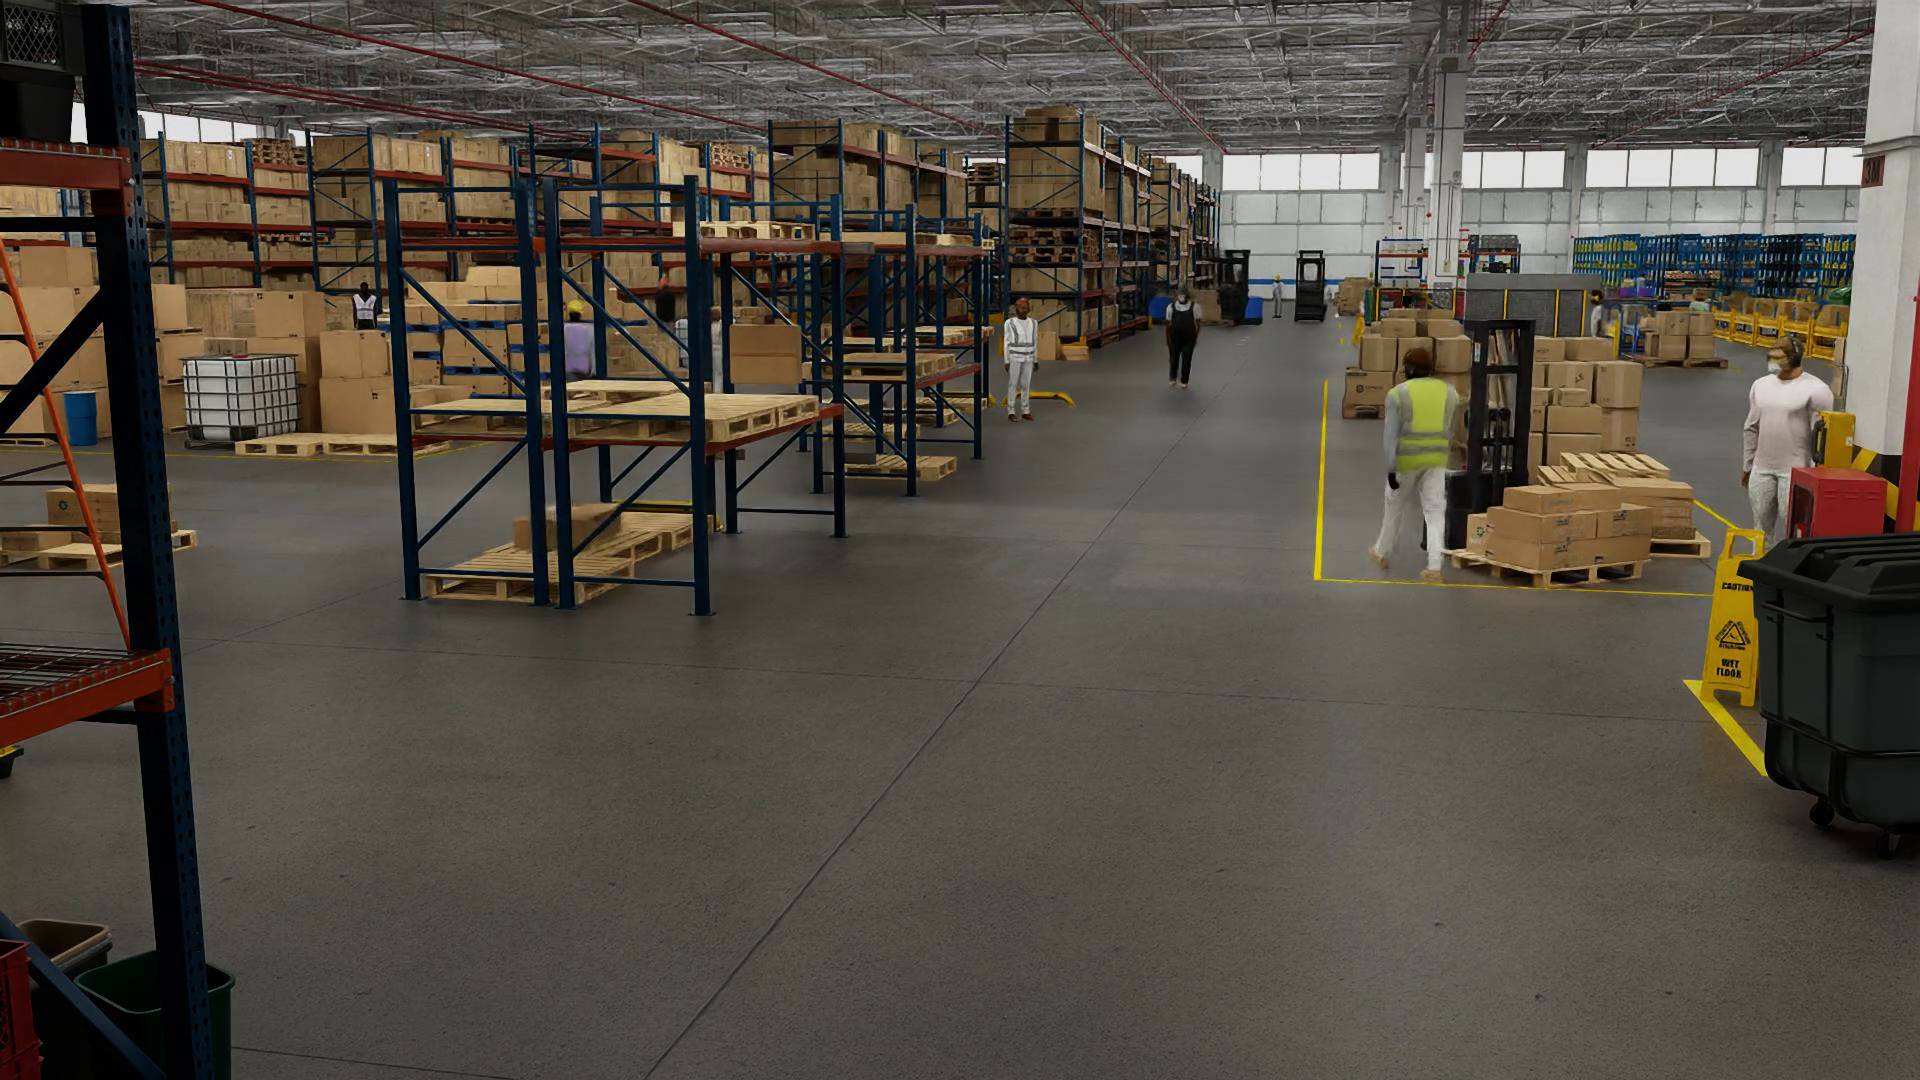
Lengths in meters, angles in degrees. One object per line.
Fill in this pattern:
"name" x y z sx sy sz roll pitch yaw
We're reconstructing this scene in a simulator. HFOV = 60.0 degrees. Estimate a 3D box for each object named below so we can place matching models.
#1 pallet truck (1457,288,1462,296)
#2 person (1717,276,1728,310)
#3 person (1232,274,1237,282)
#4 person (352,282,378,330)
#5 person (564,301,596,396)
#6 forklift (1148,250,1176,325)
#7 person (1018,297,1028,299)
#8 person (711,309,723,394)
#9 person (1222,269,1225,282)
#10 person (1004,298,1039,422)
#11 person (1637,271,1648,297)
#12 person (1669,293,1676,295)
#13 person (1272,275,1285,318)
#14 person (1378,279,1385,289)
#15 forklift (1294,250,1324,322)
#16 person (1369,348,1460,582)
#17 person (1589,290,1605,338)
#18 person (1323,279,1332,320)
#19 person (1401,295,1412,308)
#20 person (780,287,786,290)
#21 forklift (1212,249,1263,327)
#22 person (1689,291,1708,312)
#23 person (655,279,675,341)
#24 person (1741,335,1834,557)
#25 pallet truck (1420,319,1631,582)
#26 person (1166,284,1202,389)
"pallet truck" 20.506 -9.785 68.819 0.653 1.274 1.630 2 10 12
"person" 37.277 -12.110 81.143 0.986 1.799 0.588 4 10 24
"person" 14.335 -13.214 87.790 0.540 1.750 0.416 2 10 11
"person" -14.823 -5.471 41.483 0.587 1.911 0.397 -4 10 -24
"person" -5.463 -2.456 23.712 0.589 1.885 0.971 -5 11 -29
"forklift" 7.094 -9.338 61.502 1.873 2.768 1.129 2 10 11
"person" 2.513 -9.200 64.493 0.537 1.598 0.734 9 13 42
"person" -4.150 -3.158 28.638 0.534 1.623 0.537 4 10 23
"person" 14.489 -13.976 91.700 0.766 1.967 0.670 6 12 34
"person" 0.939 -2.746 25.412 0.585 1.882 0.337 -5 11 -28
"person" 32.899 -12.040 80.384 0.583 1.900 0.632 -1 10 -8
"person" 34.613 -12.042 80.612 0.404 1.833 0.586 -4 11 -25
"person" 13.415 -10.276 70.234 0.421 1.816 0.585 -8 13 -40
"person" 15.932 -9.070 63.285 0.794 1.740 0.524 -7 12 -37
"forklift" 13.778 -10.002 65.433 1.129 2.768 1.873 2 10 12
"person" 3.560 -0.599 12.999 0.627 1.792 0.973 -1 10 -7
"person" 12.859 -4.131 33.694 0.535 1.858 0.580 1 10 8
"person" 15.002 -9.870 68.211 0.541 1.667 0.663 -2 10 -9
"person" 10.457 -4.845 38.548 0.915 1.650 0.533 1 10 7
"person" -6.586 -8.879 62.328 0.399 1.679 0.549 2 10 9
"forklift" 10.168 -9.265 61.068 1.873 2.768 1.129 -8 13 -40
"person" 19.841 -5.871 44.699 0.514 1.615 0.459 1 10 5
"person" -7.353 -5.499 41.406 0.424 1.982 0.611 9 13 41
"person" 5.941 -0.508 12.015 0.355 1.933 0.633 -5 11 -29
"pallet truck" 4.543 -0.757 13.299 0.823 1.965 1.885 -4 10 -22
"person" 4.250 -3.886 31.701 0.685 2.000 0.611 2 10 11
